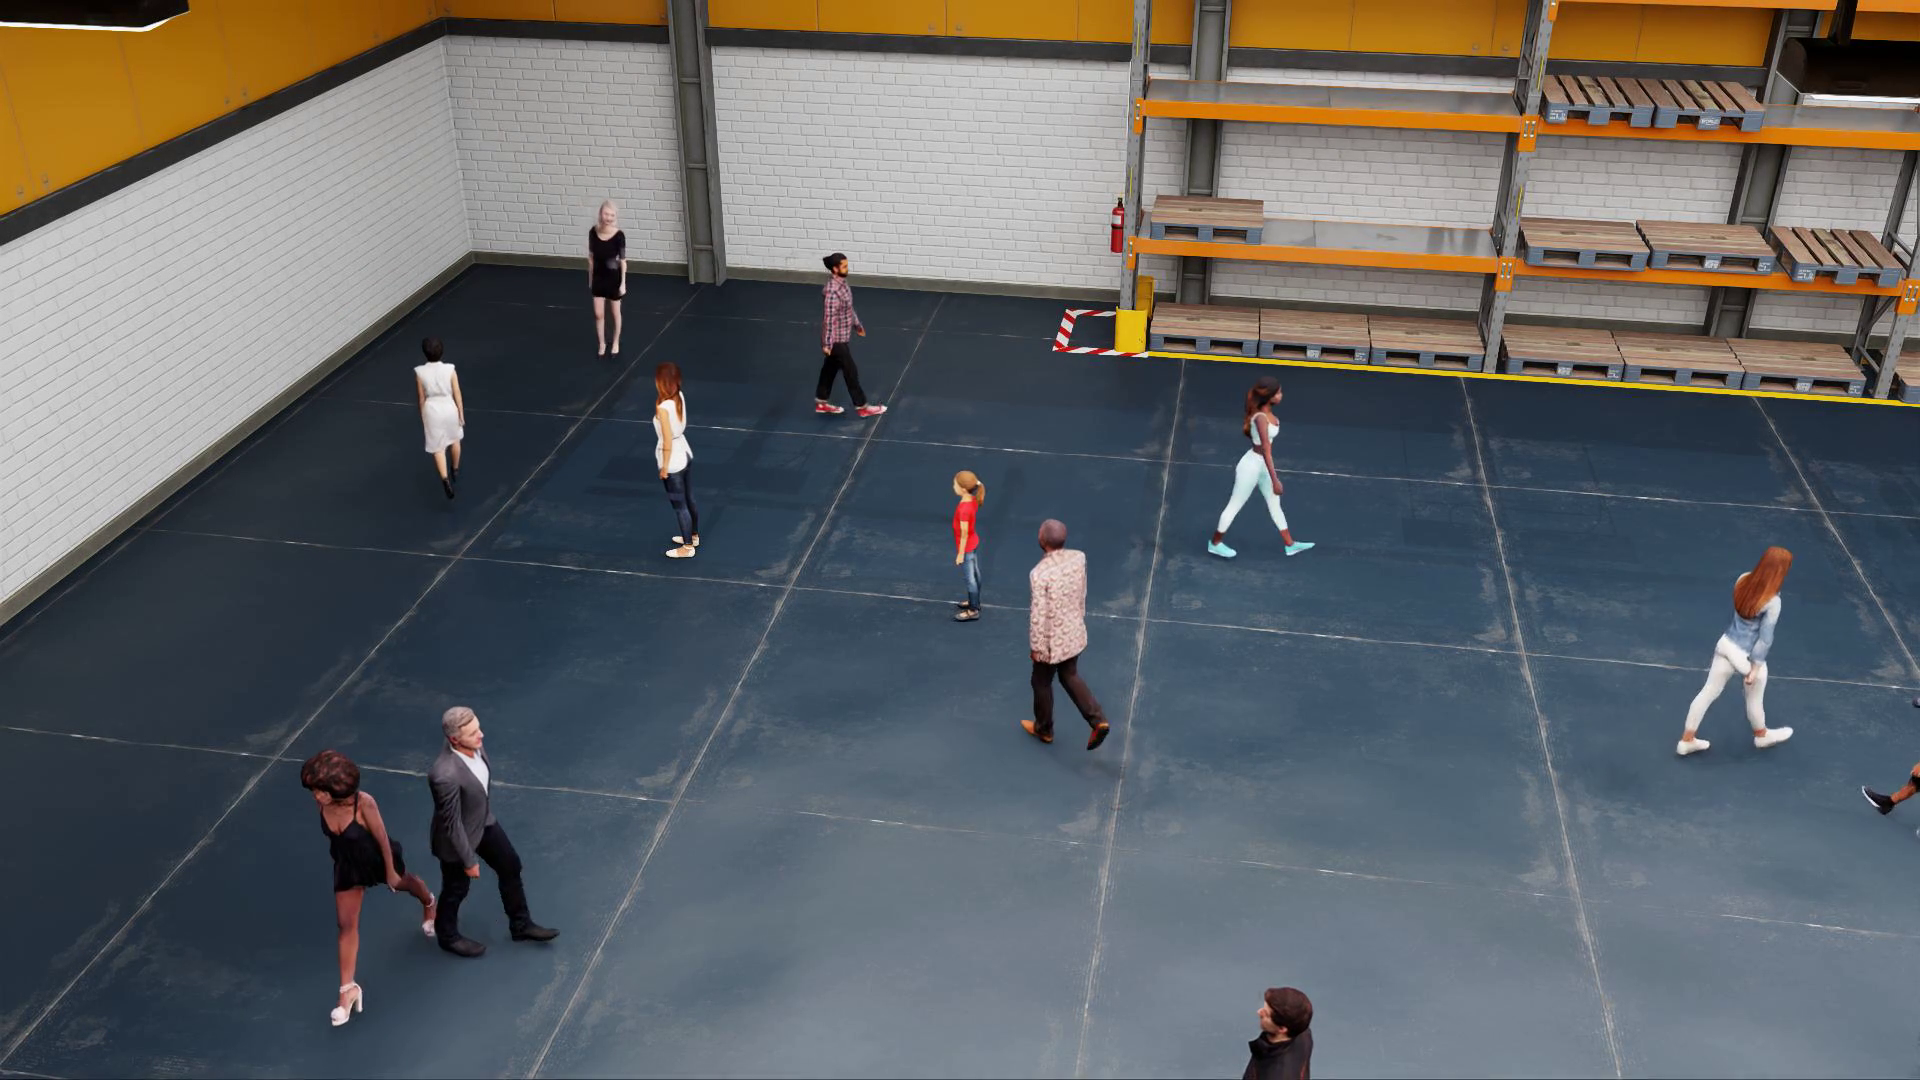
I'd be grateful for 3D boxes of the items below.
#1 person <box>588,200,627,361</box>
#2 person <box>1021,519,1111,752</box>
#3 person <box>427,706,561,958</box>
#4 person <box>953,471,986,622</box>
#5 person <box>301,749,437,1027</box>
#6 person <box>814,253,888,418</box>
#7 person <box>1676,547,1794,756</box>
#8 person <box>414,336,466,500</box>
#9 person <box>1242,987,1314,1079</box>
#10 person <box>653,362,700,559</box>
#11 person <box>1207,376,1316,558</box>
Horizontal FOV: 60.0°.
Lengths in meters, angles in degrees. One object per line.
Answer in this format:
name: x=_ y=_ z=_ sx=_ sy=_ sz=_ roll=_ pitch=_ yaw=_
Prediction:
person: x=-3.839 y=-2.825 z=18.115 sx=0.548 sy=1.801 sz=0.693 roll=10 pitch=30 yaw=17
person: x=0.744 y=0.719 z=11.637 sx=1.025 sy=1.783 sz=1.118 roll=-23 pitch=36 yaw=-36
person: x=-2.976 y=1.714 z=9.788 sx=0.966 sy=1.806 sz=0.761 roll=3 pitch=29 yaw=5
person: x=0.072 y=0.042 z=13.374 sx=0.468 sy=1.308 sz=0.483 roll=6 pitch=29 yaw=10
person: x=-3.389 y=1.854 z=9.645 sx=1.149 sy=1.697 sz=0.616 roll=4 pitch=29 yaw=7
person: x=-1.312 y=-2.049 z=16.767 sx=1.039 sy=1.729 sz=0.797 roll=0 pitch=29 yaw=-1
person: x=5.358 y=0.818 z=11.585 sx=1.153 sy=1.658 sz=0.920 roll=-7 pitch=29 yaw=-13
person: x=-4.749 y=-1.100 z=15.237 sx=0.988 sy=1.529 sz=0.898 roll=-9 pitch=30 yaw=-16
person: x=1.467 y=2.800 z=7.764 sx=0.547 sy=1.838 sz=0.714 roll=6 pitch=29 yaw=10
person: x=-2.415 y=-0.683 z=14.204 sx=0.514 sy=1.785 sz=0.578 roll=6 pitch=29 yaw=10
person: x=2.417 y=-0.576 z=14.117 sx=1.155 sy=1.681 sz=0.678 roll=9 pitch=30 yaw=16
